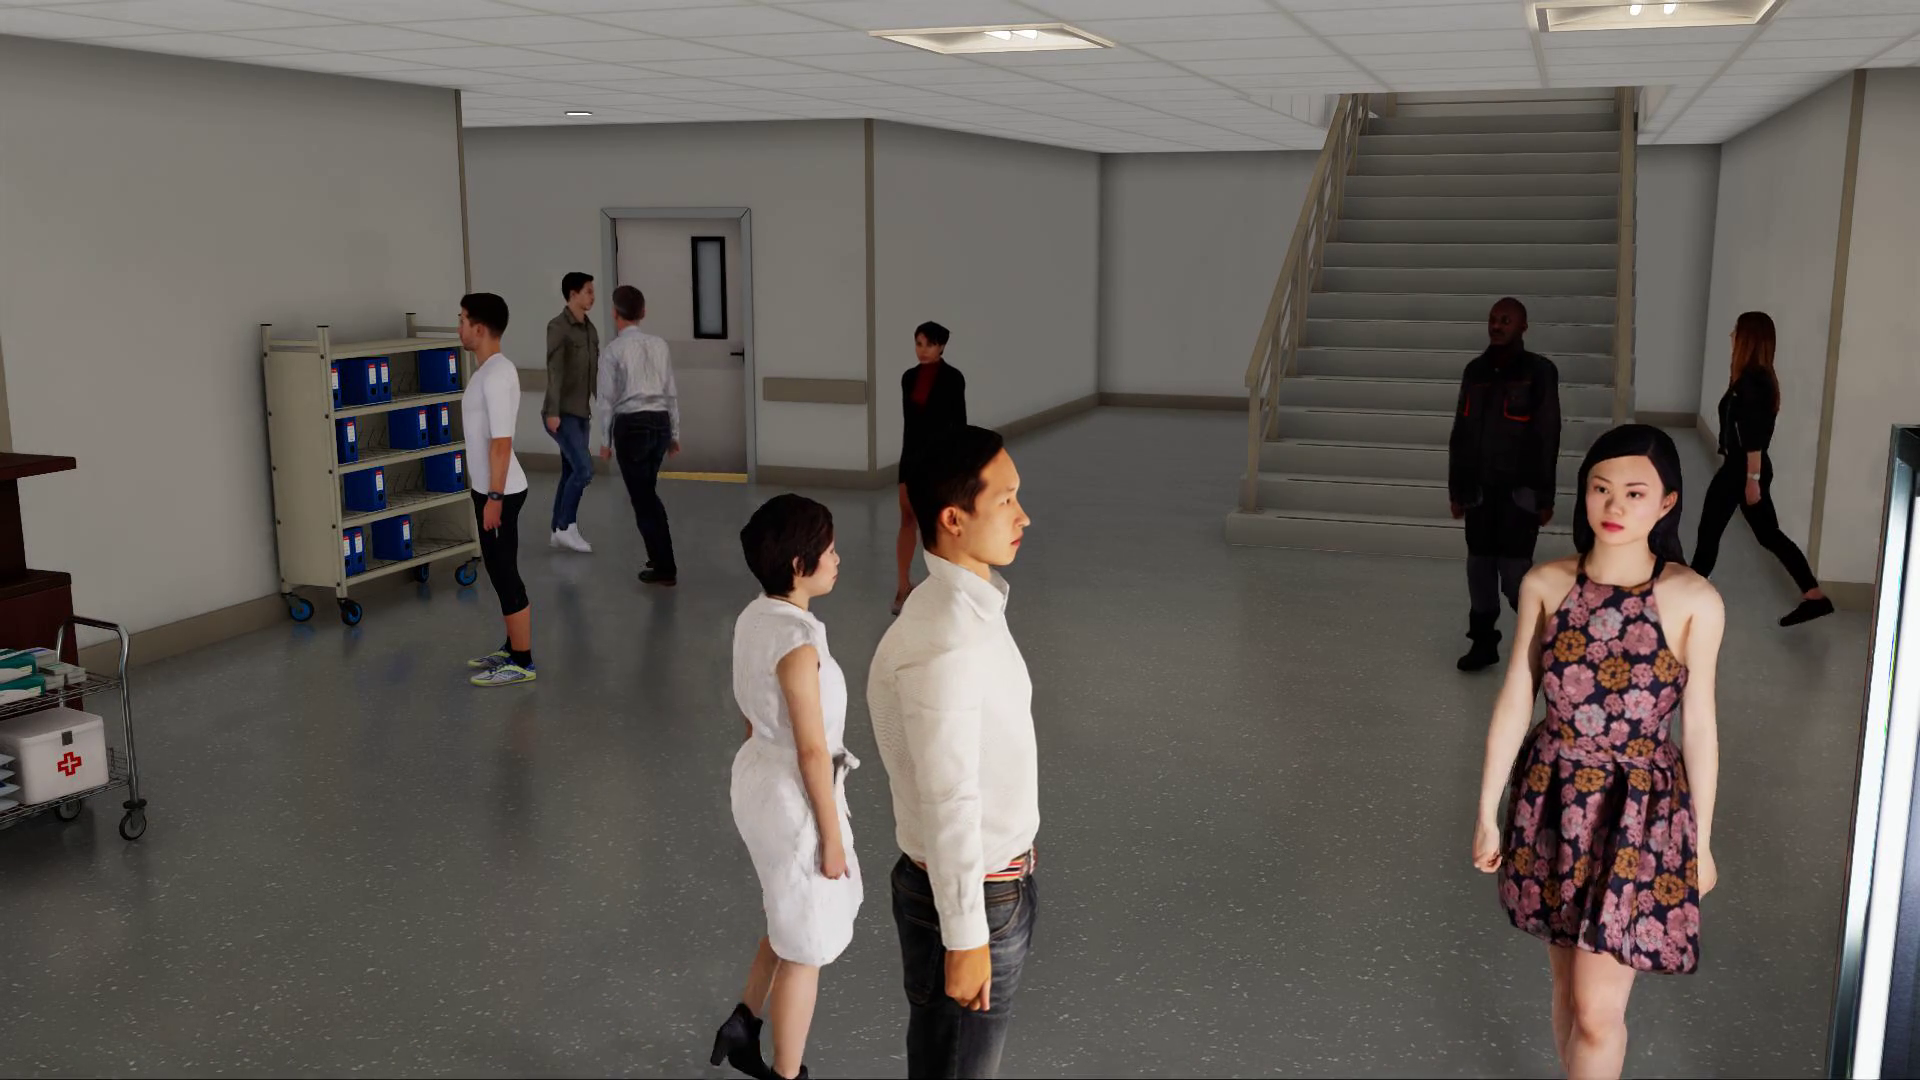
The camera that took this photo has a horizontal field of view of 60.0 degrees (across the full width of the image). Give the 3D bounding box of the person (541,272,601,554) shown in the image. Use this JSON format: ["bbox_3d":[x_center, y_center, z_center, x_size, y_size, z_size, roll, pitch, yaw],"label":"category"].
[{"bbox_3d":[-2.673,-0.840,11.055,0.795,1.844,0.580,4,11,18],"label":"person"}]

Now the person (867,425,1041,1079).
[{"bbox_3d":[-0.007,0.681,3.130,0.789,1.811,0.603,1,11,3],"label":"person"}]

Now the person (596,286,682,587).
[{"bbox_3d":[-1.864,-0.596,9.915,0.809,1.790,0.722,10,15,42],"label":"person"}]

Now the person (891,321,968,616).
[{"bbox_3d":[-0.118,-0.392,9.371,0.565,1.591,1.007,4,11,21],"label":"person"}]

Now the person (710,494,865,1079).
[{"bbox_3d":[-0.472,0.664,3.928,0.802,1.545,0.742,-5,12,-25],"label":"person"}]

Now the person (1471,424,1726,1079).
[{"bbox_3d":[1.399,0.628,3.555,0.763,1.755,0.826,9,14,40],"label":"person"}]

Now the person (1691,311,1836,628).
[{"bbox_3d":[4.294,-0.338,8.856,0.895,1.677,1.164,8,13,35],"label":"person"}]

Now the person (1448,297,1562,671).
[{"bbox_3d":[2.708,-0.276,8.166,0.885,1.813,0.967,10,14,42],"label":"person"}]

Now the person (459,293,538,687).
[{"bbox_3d":[-2.195,-0.245,7.905,0.808,1.850,0.708,-3,11,-17],"label":"person"}]
